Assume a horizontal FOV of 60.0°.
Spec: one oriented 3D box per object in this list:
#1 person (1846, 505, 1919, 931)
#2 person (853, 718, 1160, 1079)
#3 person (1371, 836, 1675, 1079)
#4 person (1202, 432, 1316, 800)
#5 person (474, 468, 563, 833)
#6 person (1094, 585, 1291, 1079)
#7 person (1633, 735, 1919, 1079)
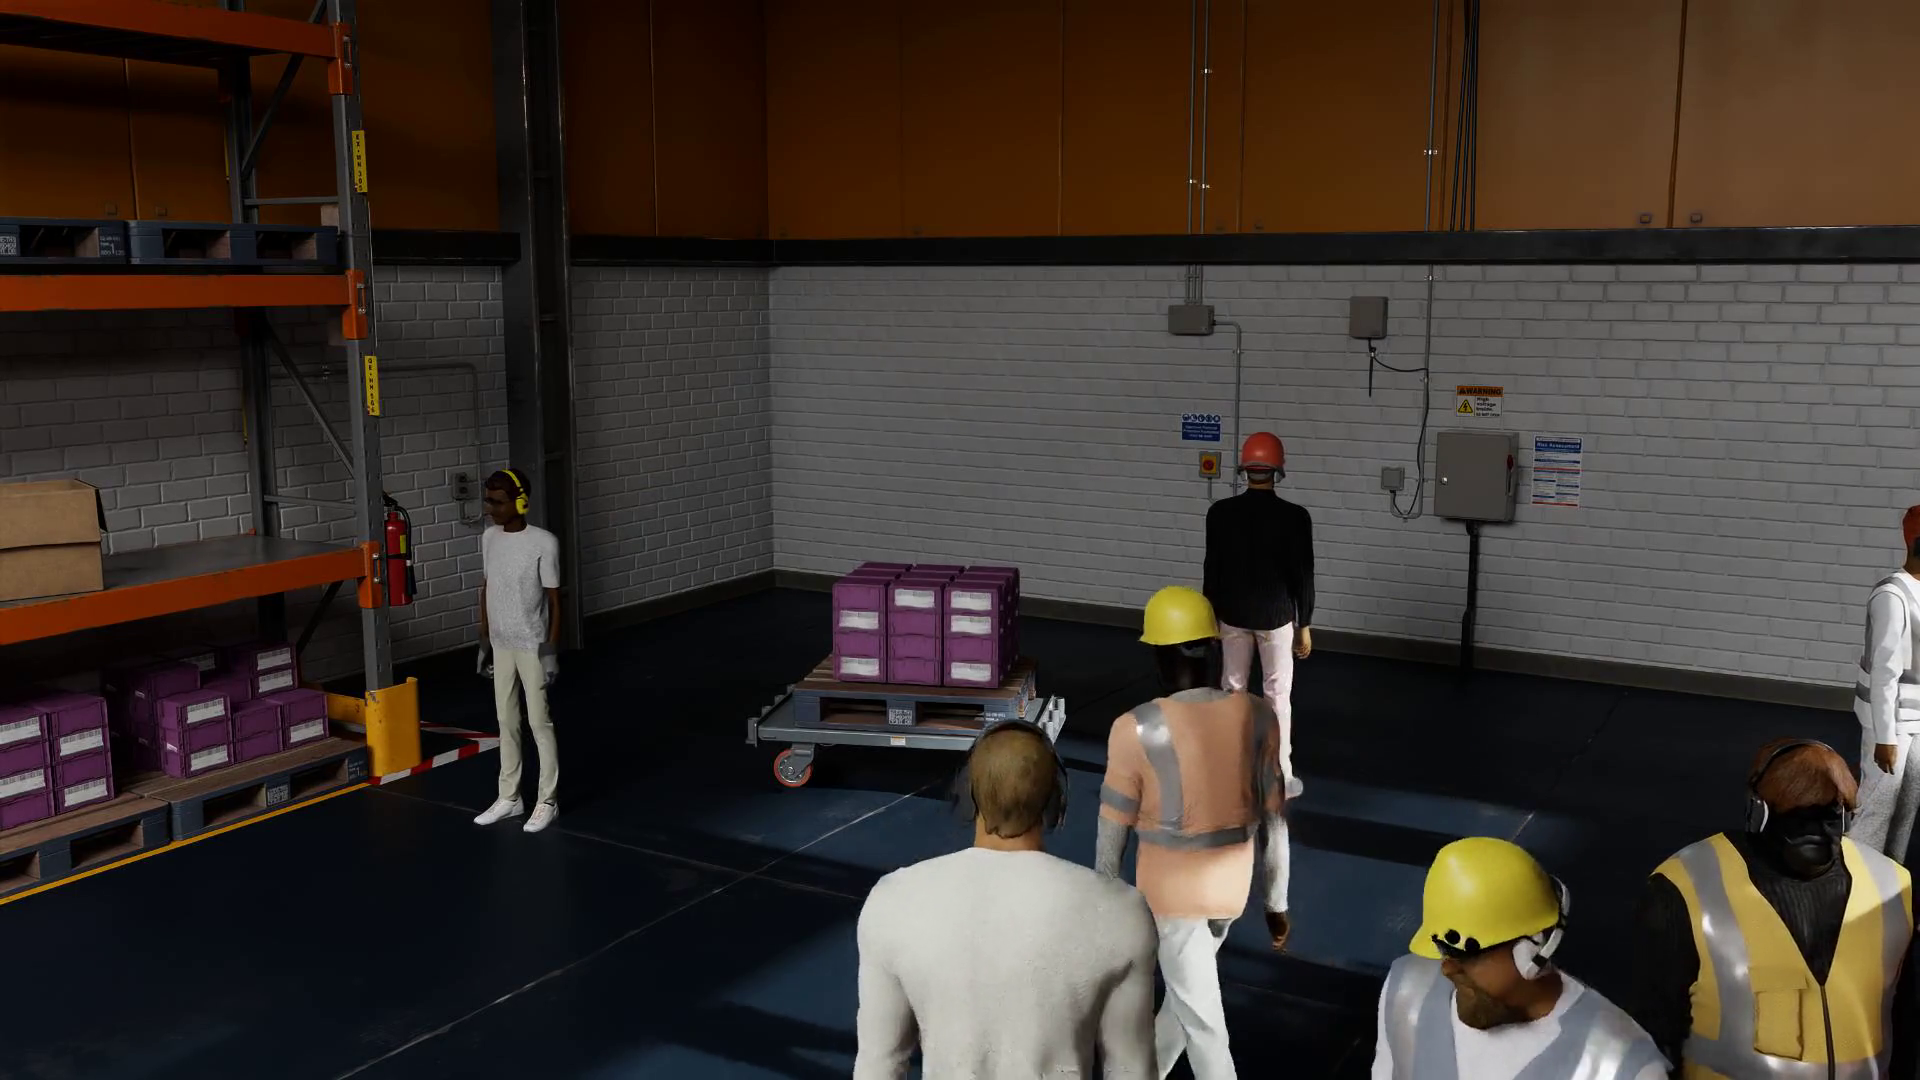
[{"bbox_3d":[4.013,0.777,7.086,0.579,1.879,0.347,-8,12,-39],"label":"person"},{"bbox_3d":[0.088,1.340,3.466,0.644,1.919,0.581,2,9,9],"label":"person"},{"bbox_3d":[1.057,1.436,3.232,0.442,1.796,0.605,-9,13,-44],"label":"person"},{"bbox_3d":[1.616,0.413,8.985,0.629,1.991,0.392,5,10,29],"label":"person"},{"bbox_3d":[-2.260,0.558,8.493,0.518,1.865,0.326,4,10,25],"label":"person"},{"bbox_3d":[0.680,1.072,5.260,0.587,1.864,0.984,-5,10,-28],"label":"person"},{"bbox_3d":[1.830,1.333,3.752,0.621,1.837,0.429,0,9,0],"label":"person"}]
